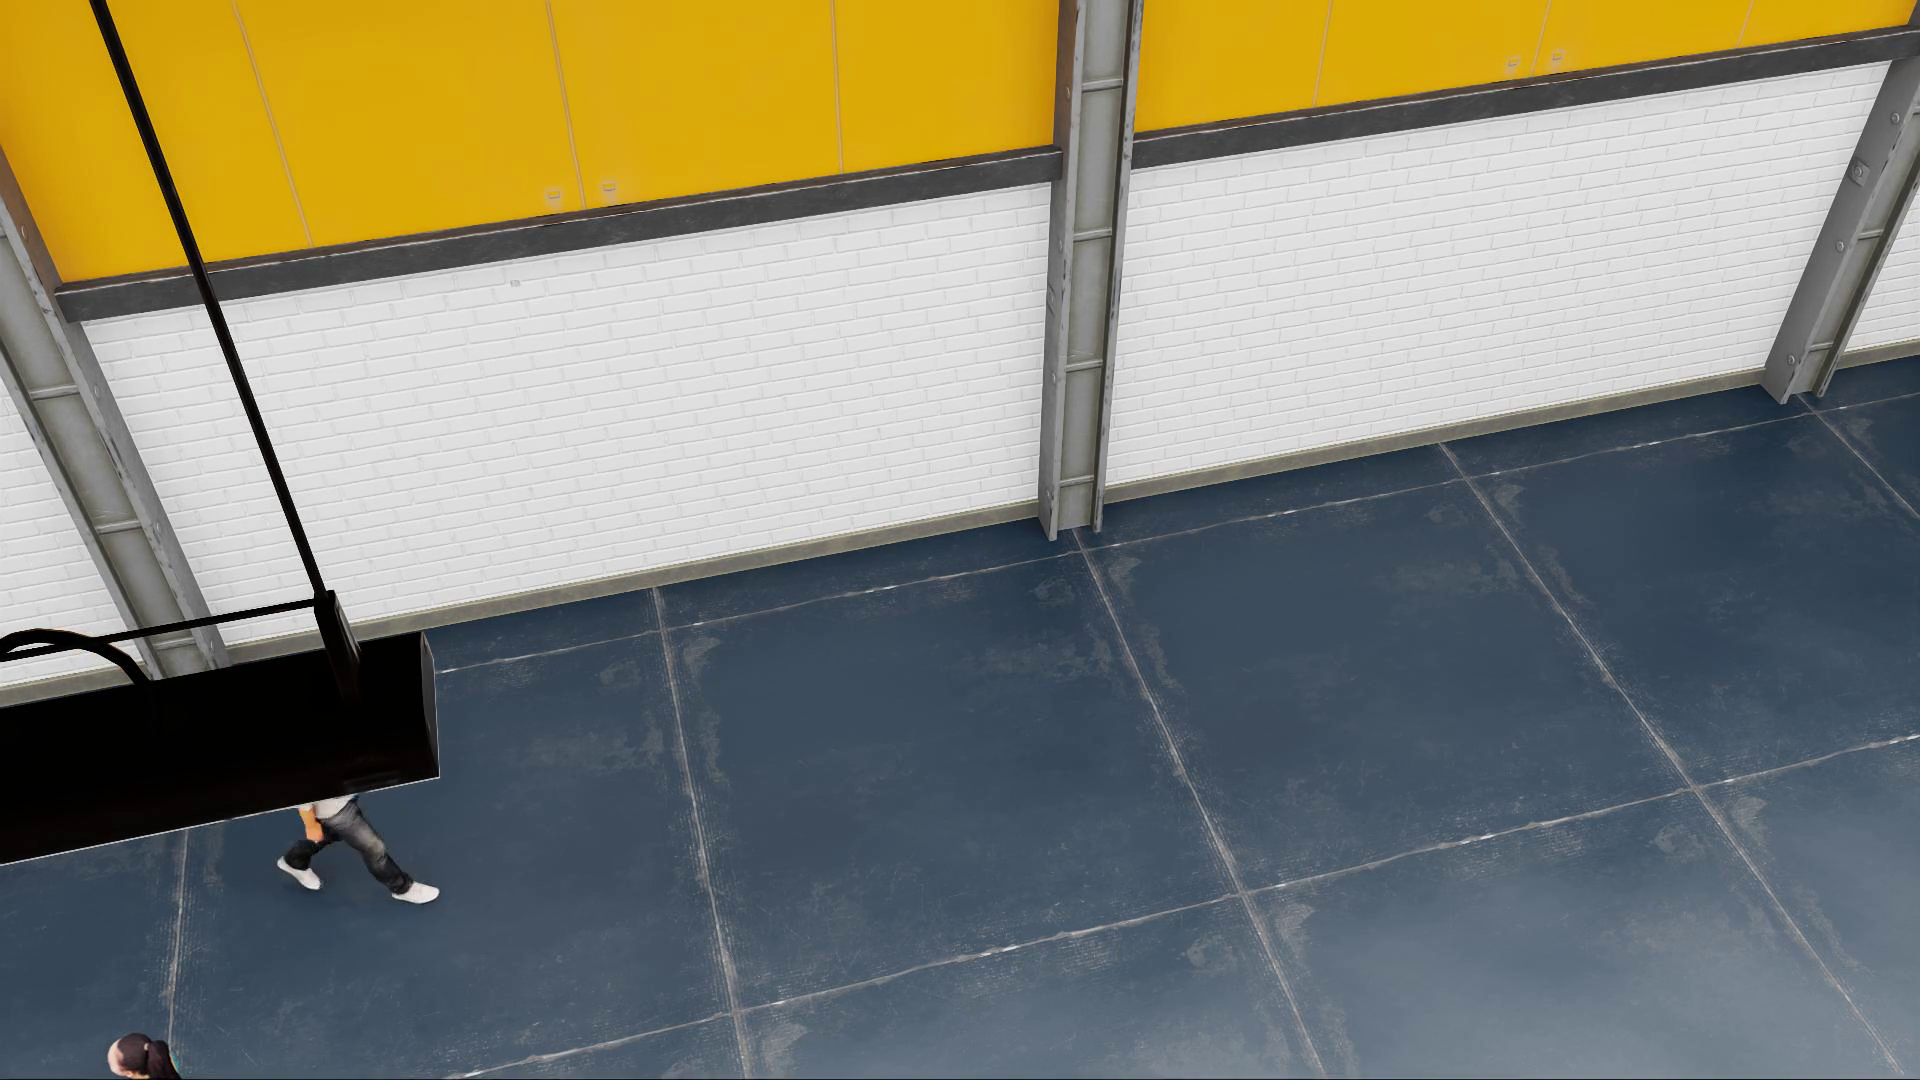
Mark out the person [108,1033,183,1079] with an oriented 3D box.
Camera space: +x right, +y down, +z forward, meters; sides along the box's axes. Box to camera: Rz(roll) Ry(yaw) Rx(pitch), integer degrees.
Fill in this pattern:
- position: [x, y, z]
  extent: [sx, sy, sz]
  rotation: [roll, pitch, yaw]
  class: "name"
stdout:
- position: [-3.627, 2.778, 7.781]
  extent: [0.485, 1.685, 0.553]
  rotation: [-9, 44, -9]
  class: "person"
